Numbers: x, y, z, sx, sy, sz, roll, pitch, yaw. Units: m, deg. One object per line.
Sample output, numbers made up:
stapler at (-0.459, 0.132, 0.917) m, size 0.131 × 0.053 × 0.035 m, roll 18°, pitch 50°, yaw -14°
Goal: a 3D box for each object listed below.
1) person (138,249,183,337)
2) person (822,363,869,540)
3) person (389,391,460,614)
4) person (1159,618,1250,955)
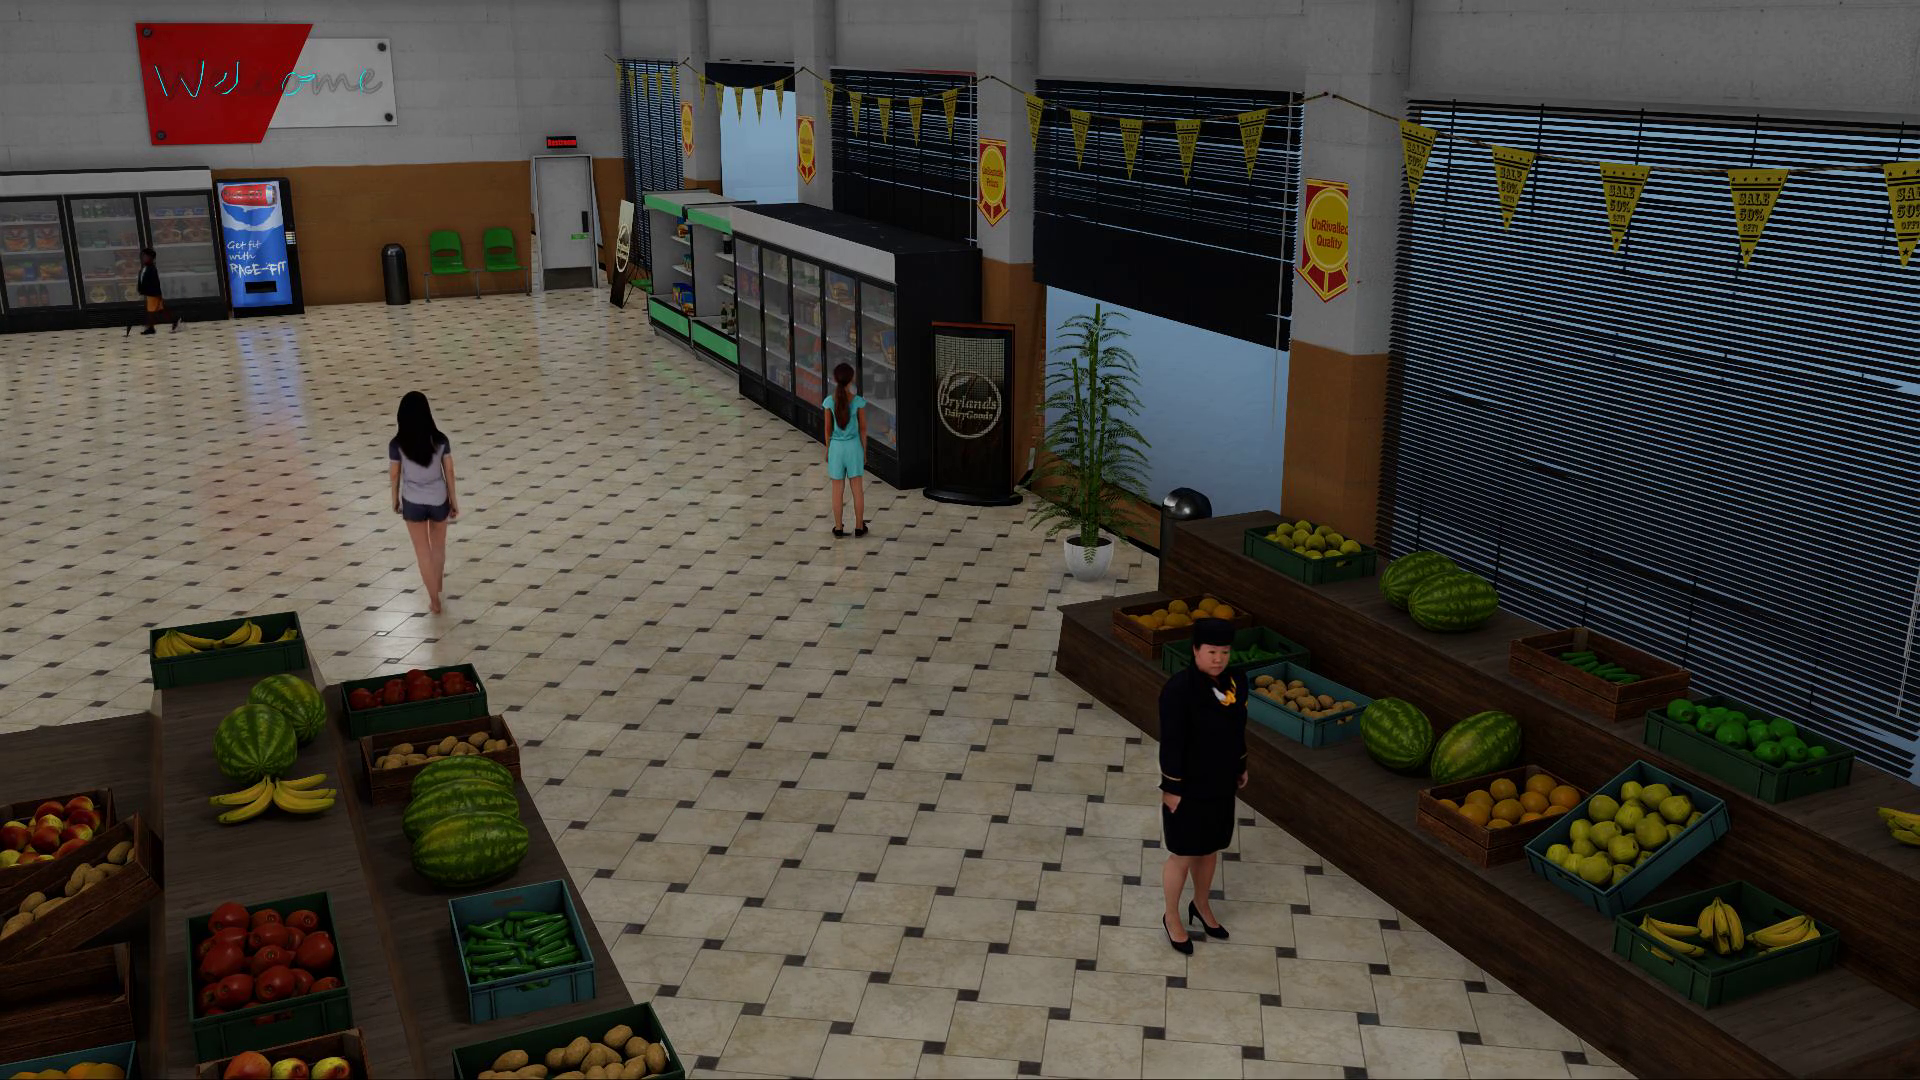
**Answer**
person at (-11.887, -3.678, 24.618) m, size 0.704 × 1.255 × 0.829 m, roll -14°, pitch 22°, yaw -38°
person at (-1.003, -0.789, 14.584) m, size 0.629 × 1.558 × 0.650 m, roll 0°, pitch 17°, yaw 1°
person at (-4.053, -0.263, 12.634) m, size 0.629 × 1.684 × 0.890 m, roll -9°, pitch 19°, yaw -26°
person at (1.161, 1.159, 7.973) m, size 0.745 × 1.671 × 0.688 m, roll -12°, pitch 21°, yaw -34°
